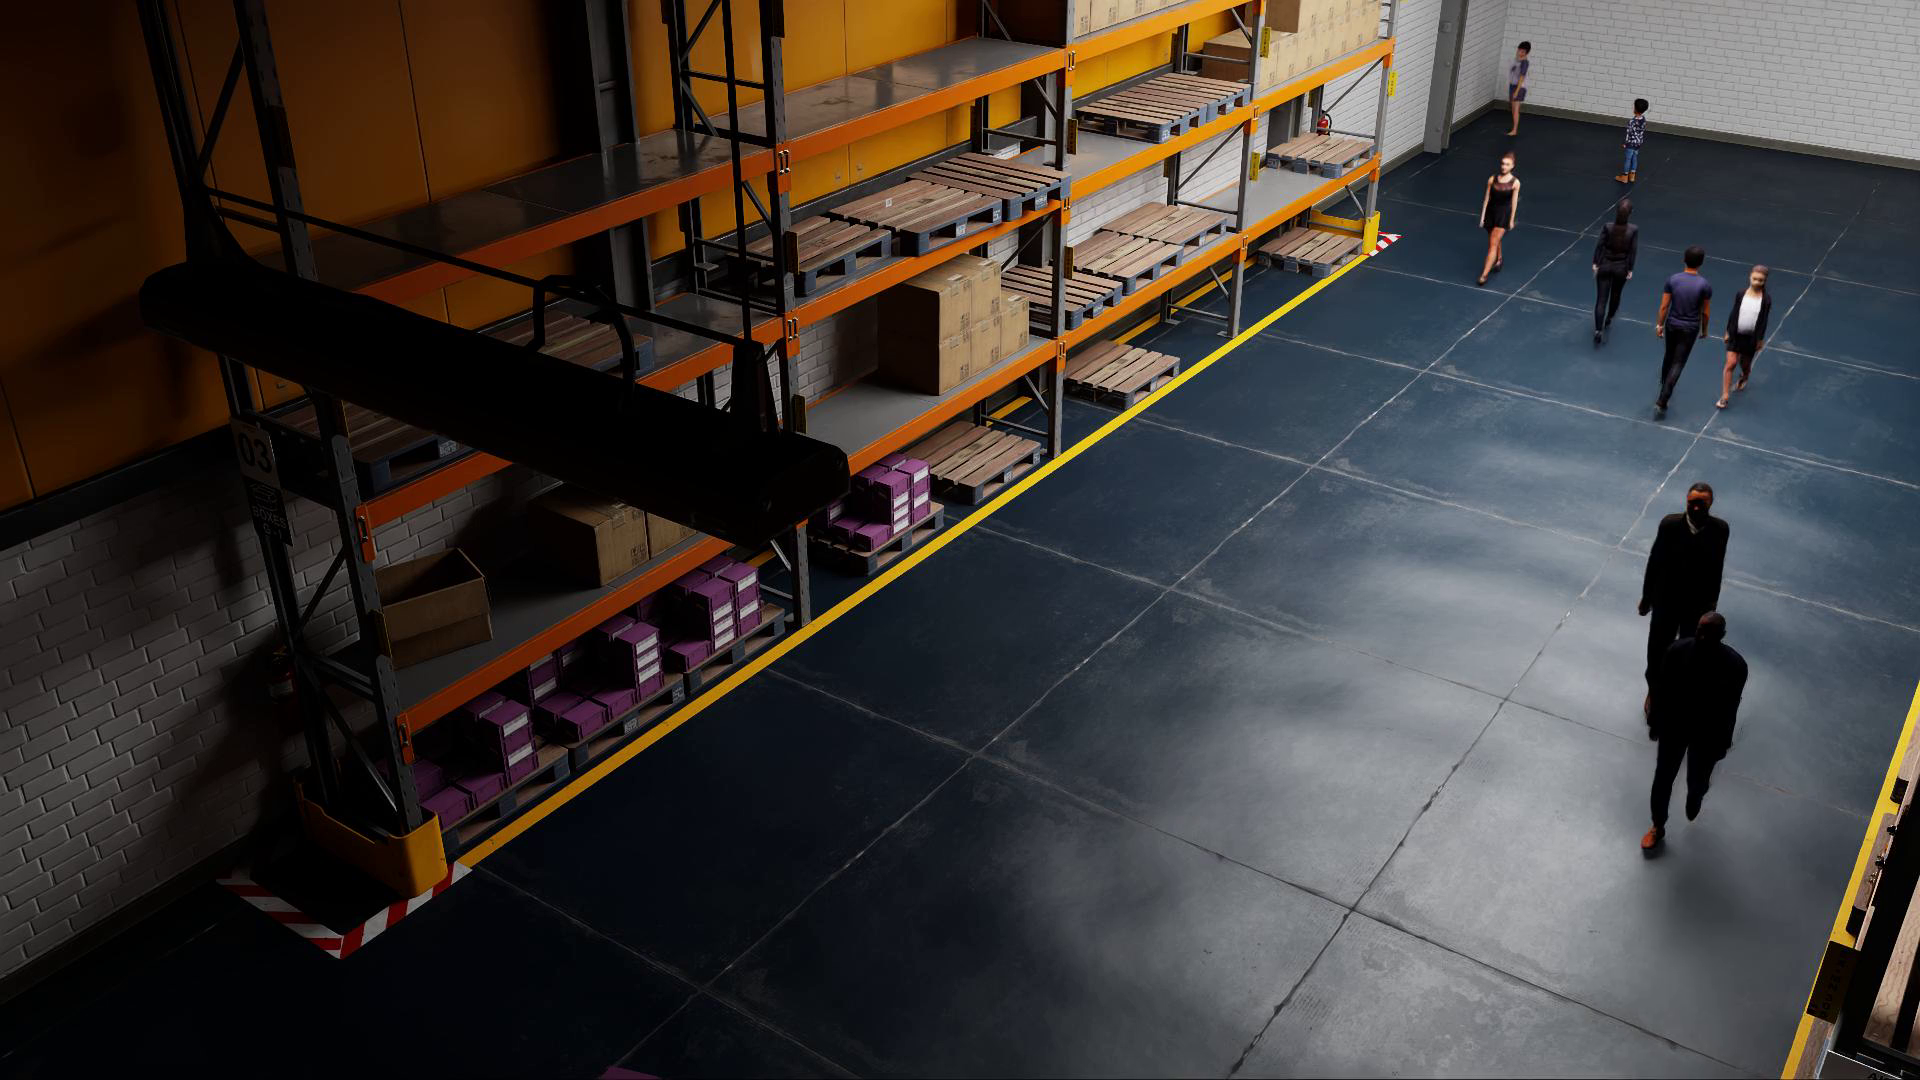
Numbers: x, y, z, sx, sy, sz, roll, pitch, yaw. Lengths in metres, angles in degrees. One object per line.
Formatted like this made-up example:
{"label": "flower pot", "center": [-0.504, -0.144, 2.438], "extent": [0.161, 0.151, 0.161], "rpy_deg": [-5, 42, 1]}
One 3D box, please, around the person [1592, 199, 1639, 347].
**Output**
{"label": "person", "center": [7.560, -3.067, 19.282], "extent": [0.765, 1.663, 1.079], "rpy_deg": [11, 30, 19]}

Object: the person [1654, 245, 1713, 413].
{"label": "person", "center": [7.614, -2.195, 17.588], "extent": [0.683, 1.756, 1.135], "rpy_deg": [21, 35, 33]}

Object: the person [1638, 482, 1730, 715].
{"label": "person", "center": [5.509, 0.399, 12.692], "extent": [0.861, 1.890, 1.031], "rpy_deg": [10, 30, 17]}

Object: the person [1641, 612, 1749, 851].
{"label": "person", "center": [4.954, 1.258, 11.208], "extent": [0.695, 1.804, 0.870], "rpy_deg": [19, 34, 31]}

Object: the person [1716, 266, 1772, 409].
{"label": "person", "center": [8.439, -2.213, 17.851], "extent": [0.547, 1.535, 0.952], "rpy_deg": [17, 33, 29]}

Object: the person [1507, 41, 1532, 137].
{"label": "person", "center": [9.222, -7.492, 27.522], "extent": [0.859, 1.541, 0.712], "rpy_deg": [6, 29, 11]}

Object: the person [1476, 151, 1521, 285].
{"label": "person", "center": [6.909, -4.132, 21.267], "extent": [0.611, 1.634, 1.123], "rpy_deg": [21, 35, 33]}

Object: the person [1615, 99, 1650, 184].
{"label": "person", "center": [10.205, -6.058, 25.197], "extent": [0.545, 1.250, 0.634], "rpy_deg": [-12, 31, -21]}
